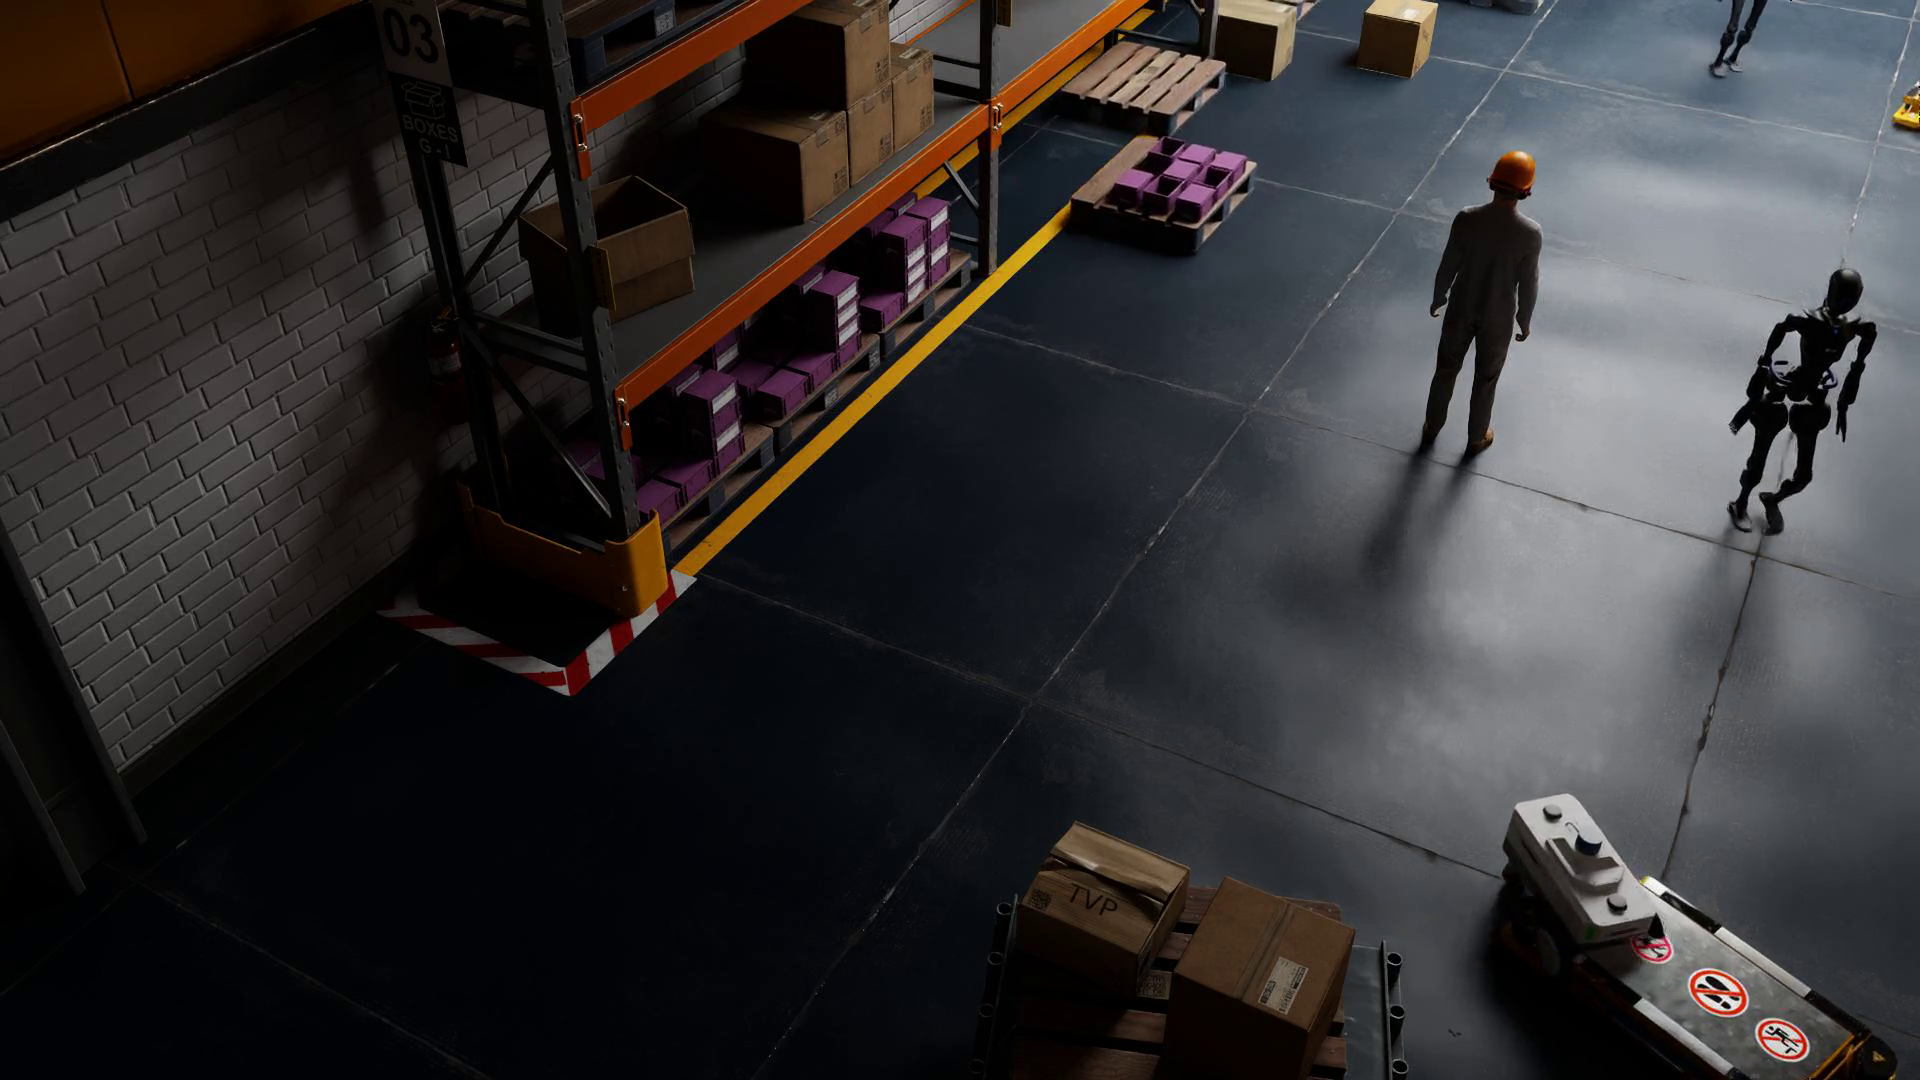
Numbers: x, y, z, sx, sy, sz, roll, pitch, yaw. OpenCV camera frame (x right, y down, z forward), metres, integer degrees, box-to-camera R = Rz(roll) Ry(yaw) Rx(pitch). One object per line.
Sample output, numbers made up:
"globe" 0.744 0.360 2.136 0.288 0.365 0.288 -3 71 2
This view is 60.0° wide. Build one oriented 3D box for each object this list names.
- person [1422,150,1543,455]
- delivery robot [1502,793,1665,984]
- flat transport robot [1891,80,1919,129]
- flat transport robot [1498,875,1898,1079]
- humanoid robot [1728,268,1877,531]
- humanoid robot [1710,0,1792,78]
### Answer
"person" 3.022 -1.356 9.614 0.583 1.894 0.366 18 42 21
"delivery robot" 2.660 1.496 7.136 0.505 0.614 0.786 -9 40 -11
"flat transport robot" 8.326 -3.686 13.827 0.659 0.231 1.431 28 46 30
"flat transport robot" 3.019 1.884 6.864 0.659 0.231 1.431 -26 46 -29
"humanoid robot" 4.537 -0.743 9.019 0.601 1.644 0.337 3 39 4
"humanoid robot" 6.746 -4.743 14.023 0.609 1.654 0.431 1 39 1
